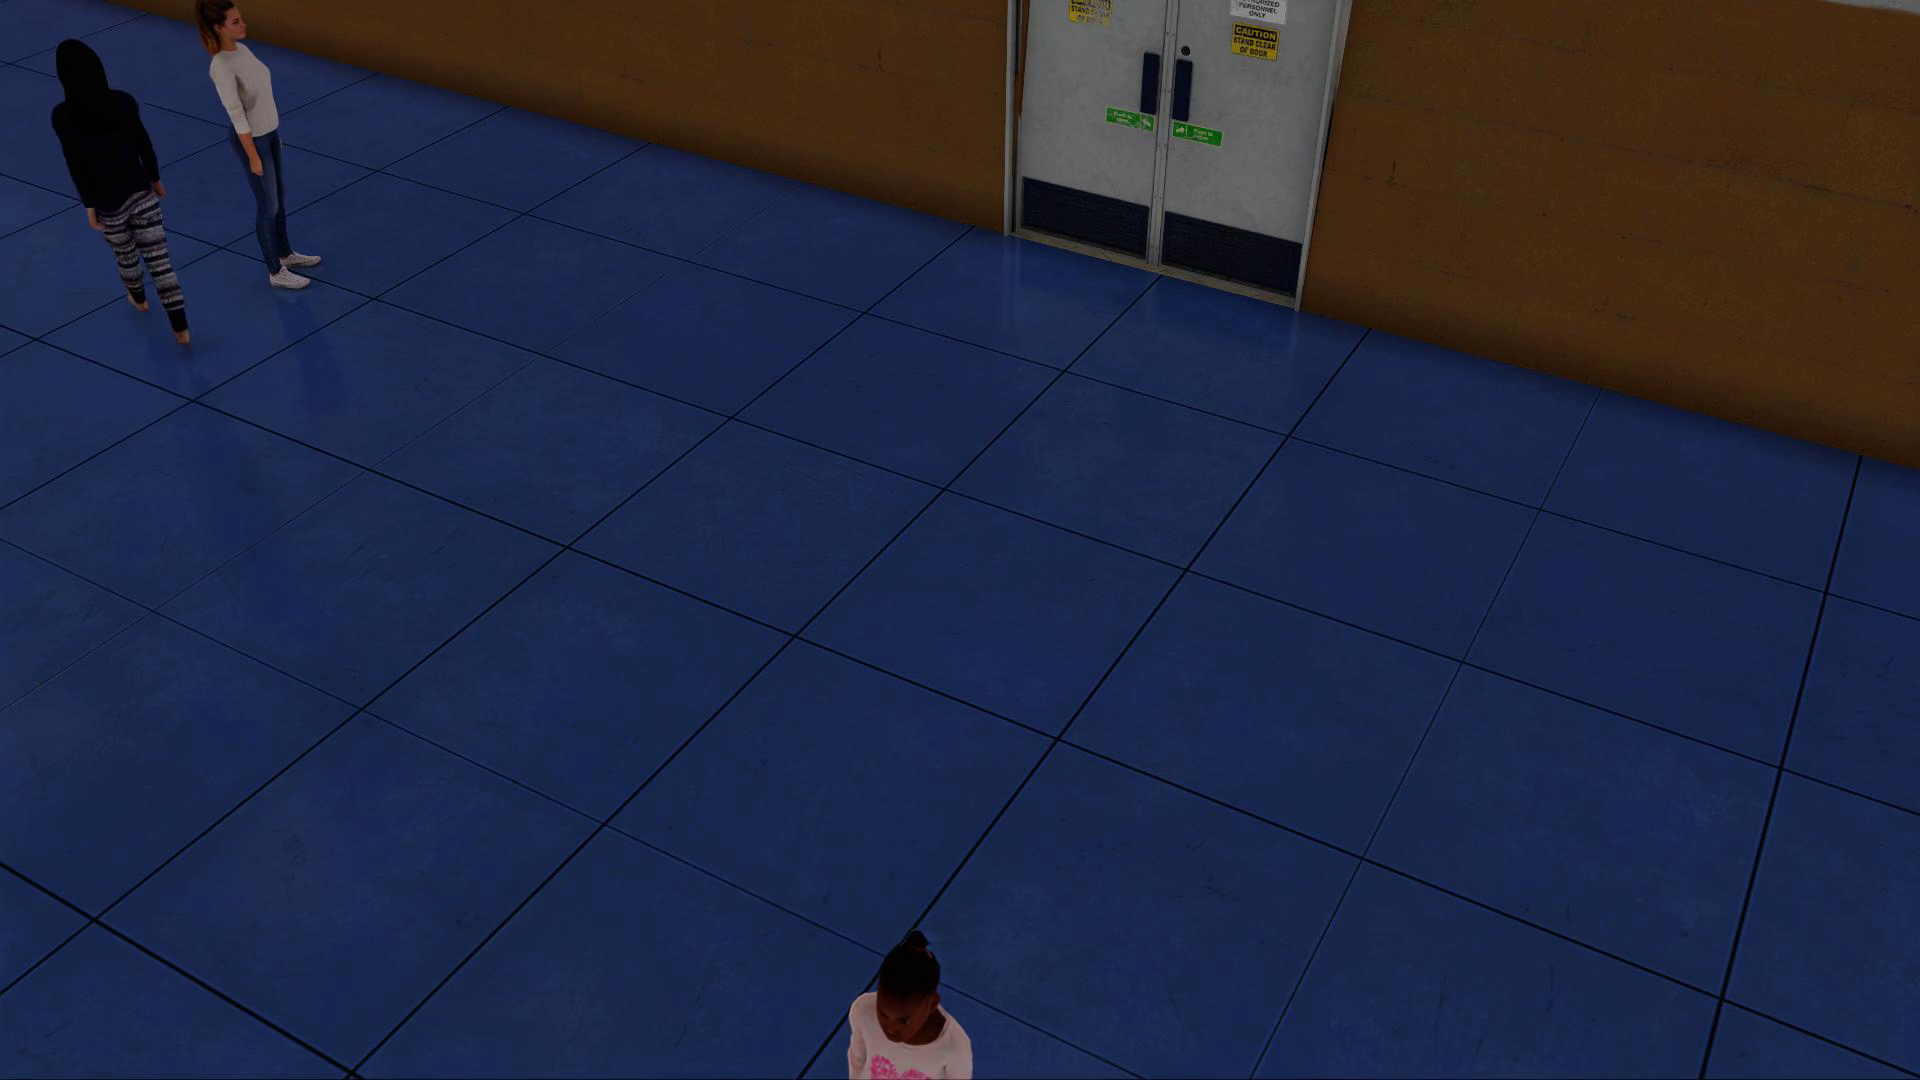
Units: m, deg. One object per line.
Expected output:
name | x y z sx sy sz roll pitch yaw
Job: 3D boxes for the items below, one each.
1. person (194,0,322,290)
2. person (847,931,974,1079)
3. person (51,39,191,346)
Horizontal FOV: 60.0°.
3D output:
person | -4.134 -2.327 9.759 0.752 1.720 0.654 -2 37 -3
person | -0.142 1.622 4.726 0.534 1.447 0.493 18 40 22
person | -4.580 -1.853 9.158 1.122 1.684 0.966 -24 43 -28
